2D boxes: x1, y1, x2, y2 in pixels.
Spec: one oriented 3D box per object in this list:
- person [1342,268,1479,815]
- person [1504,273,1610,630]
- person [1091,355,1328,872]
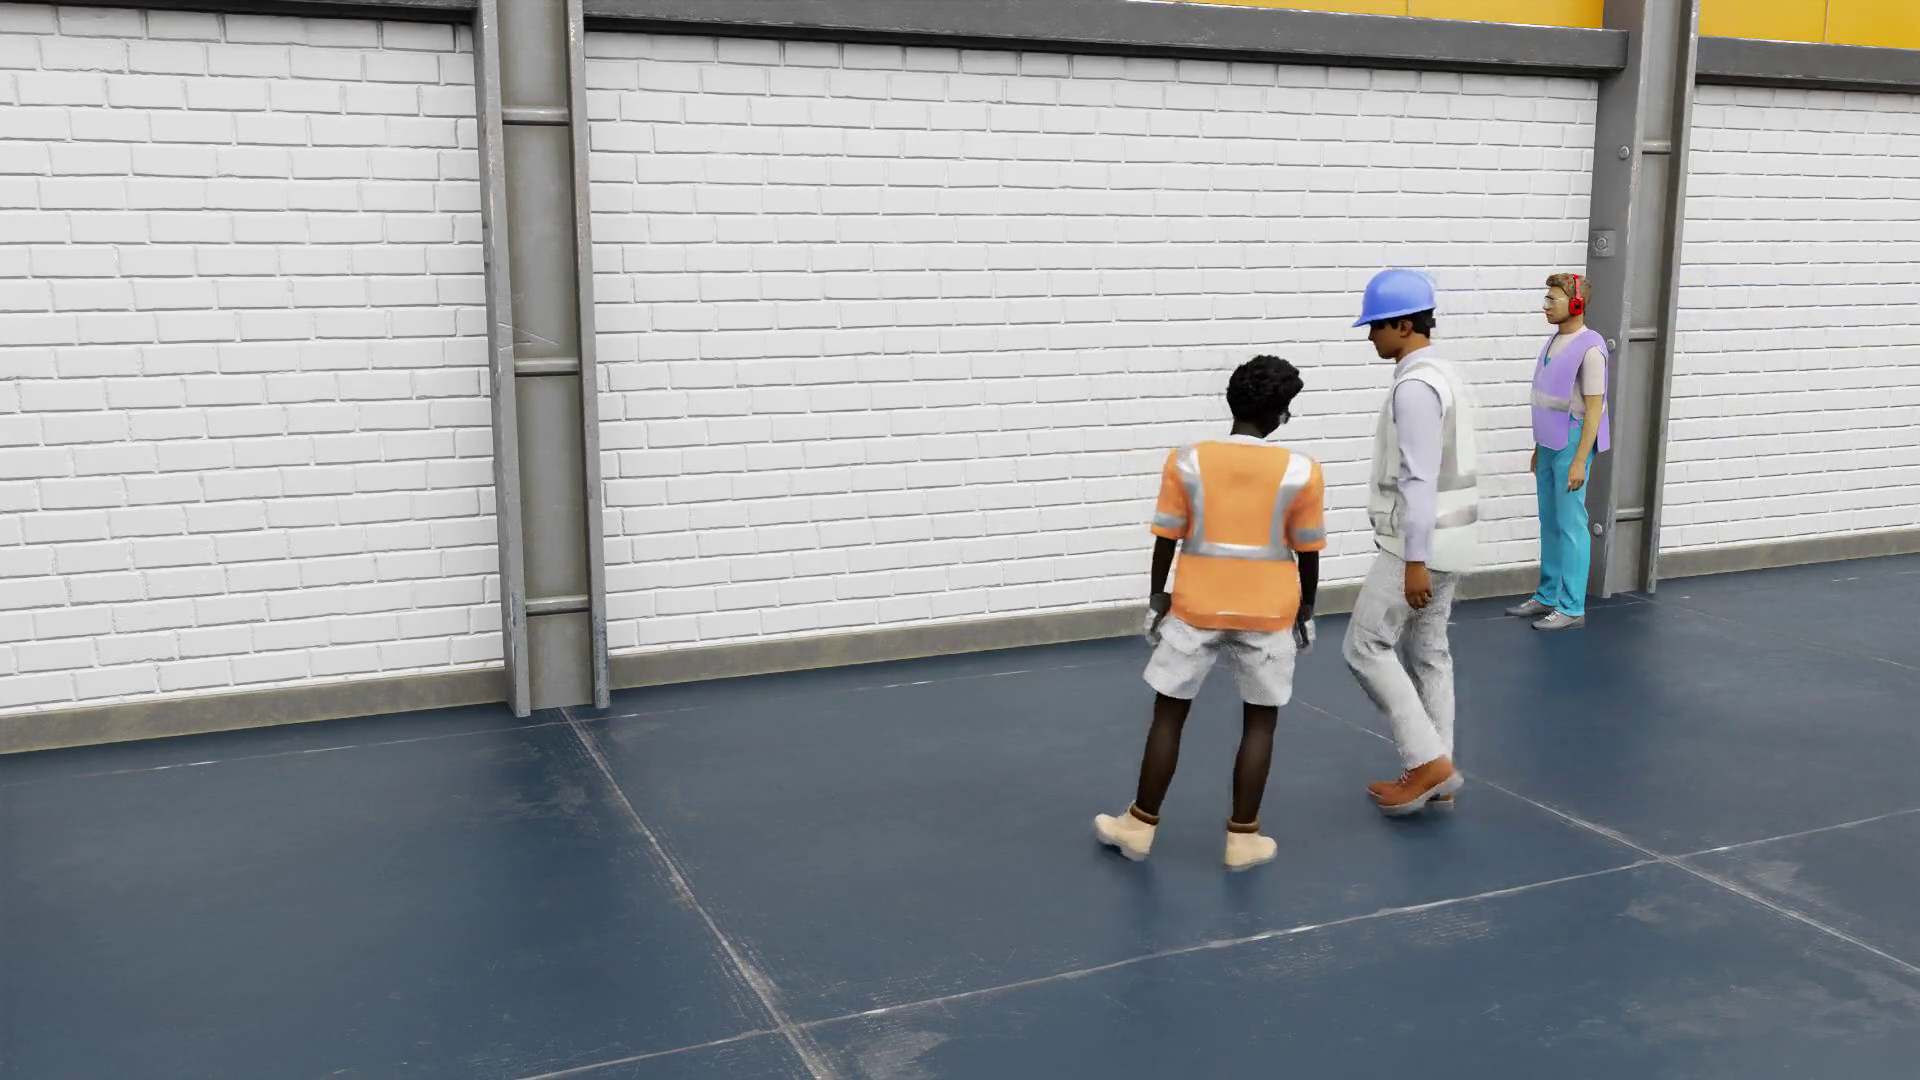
[{"bbox_3d":[1.577,0.016,5.841,0.471,1.921,0.636,5,11,26],"label":"person"},{"bbox_3d":[3.148,-0.455,8.643,0.389,1.847,0.563,-1,10,-4],"label":"person"},{"bbox_3d":[0.805,0.237,5.347,0.725,1.659,0.320,2,10,11],"label":"person"}]
